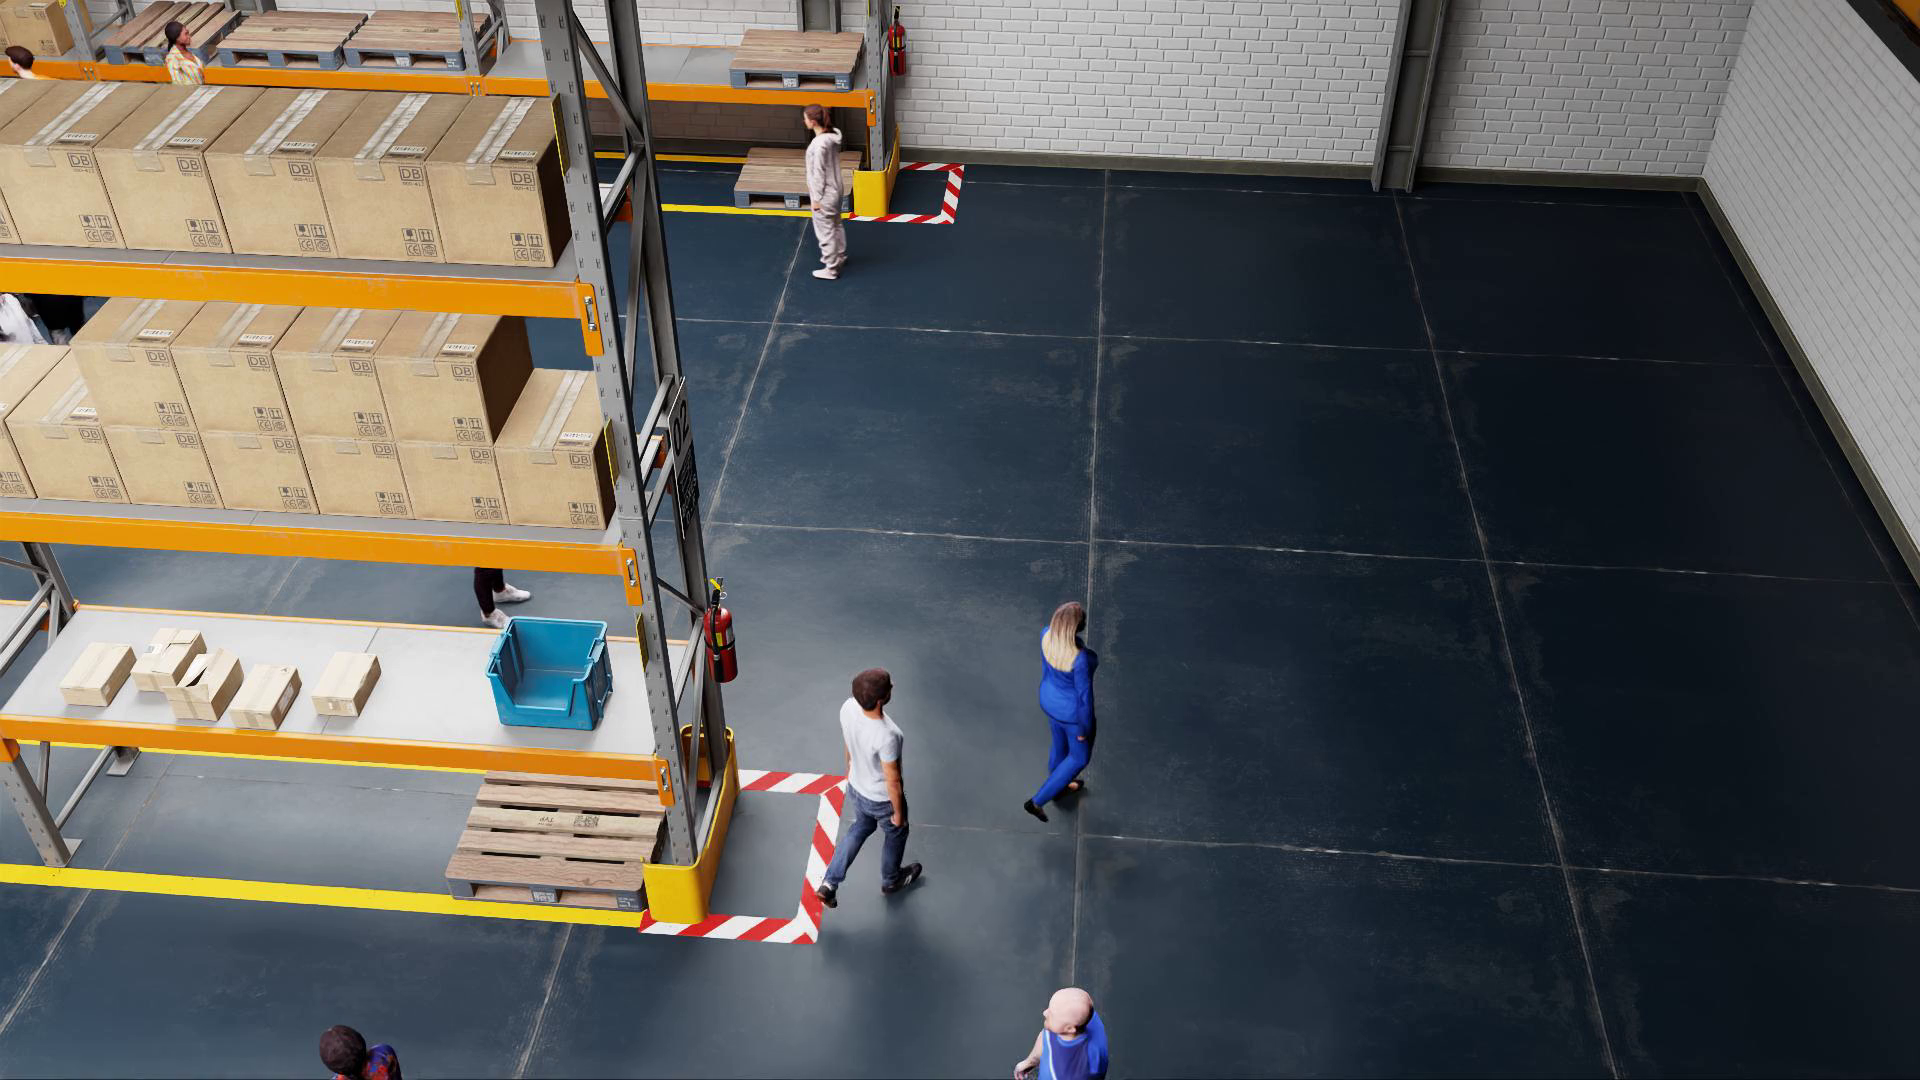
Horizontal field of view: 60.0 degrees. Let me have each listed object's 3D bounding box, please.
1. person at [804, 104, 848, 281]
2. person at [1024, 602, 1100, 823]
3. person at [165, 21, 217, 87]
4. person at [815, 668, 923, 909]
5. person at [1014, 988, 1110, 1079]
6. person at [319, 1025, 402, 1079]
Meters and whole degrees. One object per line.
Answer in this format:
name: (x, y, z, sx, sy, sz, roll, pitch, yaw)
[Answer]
person: (-1.229, -3.265, 15.567, 0.612, 1.685, 0.663, 8, 39, 10)
person: (0.581, 1.076, 10.128, 0.956, 1.689, 0.892, -27, 46, -30)
person: (-7.852, -4.401, 16.935, 1.032, 1.753, 0.597, 1, 39, 1)
person: (-0.549, 1.467, 9.510, 1.048, 1.849, 1.018, -31, 48, -33)
person: (0.623, 2.722, 7.977, 1.095, 1.801, 0.768, 0, 39, -1)
person: (-2.657, 2.881, 7.856, 1.219, 1.704, 1.072, 31, 48, 33)
